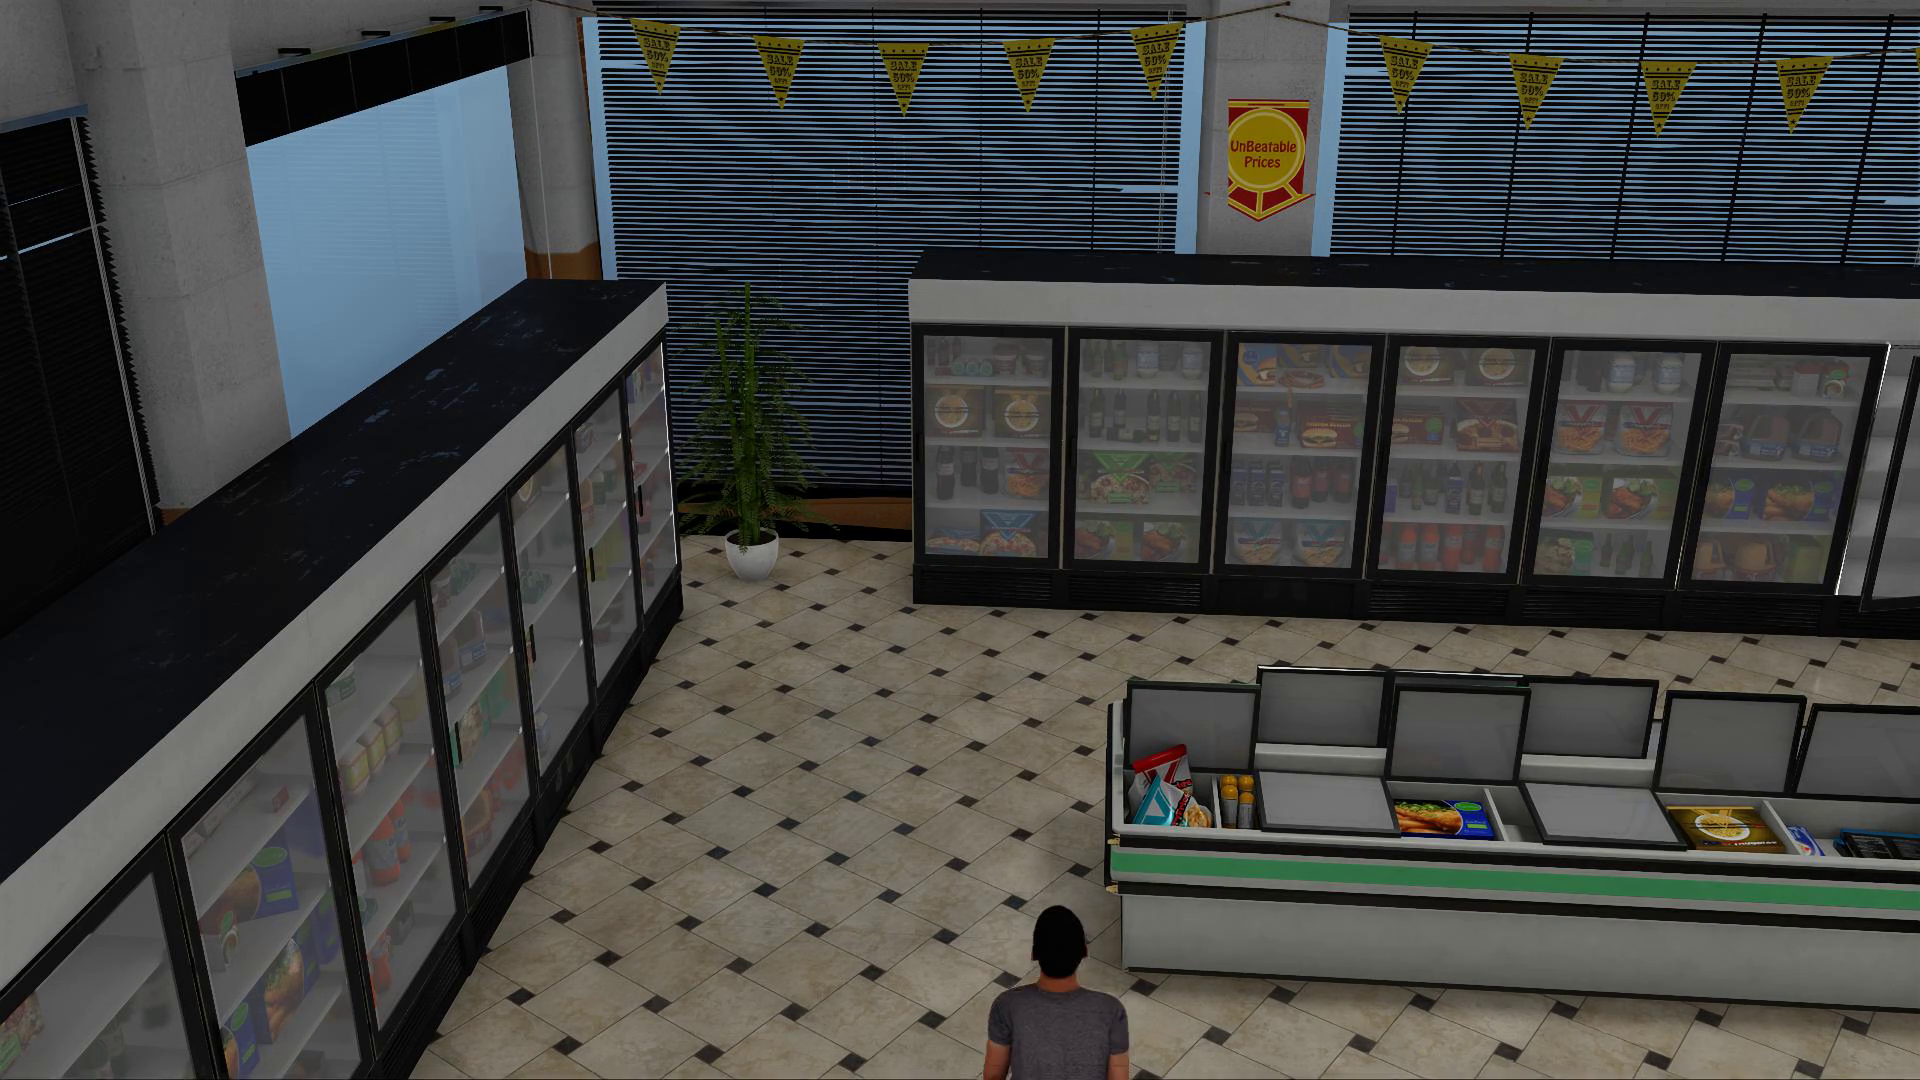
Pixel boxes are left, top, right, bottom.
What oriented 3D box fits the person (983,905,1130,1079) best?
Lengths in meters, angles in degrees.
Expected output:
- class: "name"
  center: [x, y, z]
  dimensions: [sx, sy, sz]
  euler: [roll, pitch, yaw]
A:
- class: "person"
  center: [0.312, 2.032, 5.334]
  dimensions: [1.100, 1.709, 0.771]
  euler: [0, 22, 1]
